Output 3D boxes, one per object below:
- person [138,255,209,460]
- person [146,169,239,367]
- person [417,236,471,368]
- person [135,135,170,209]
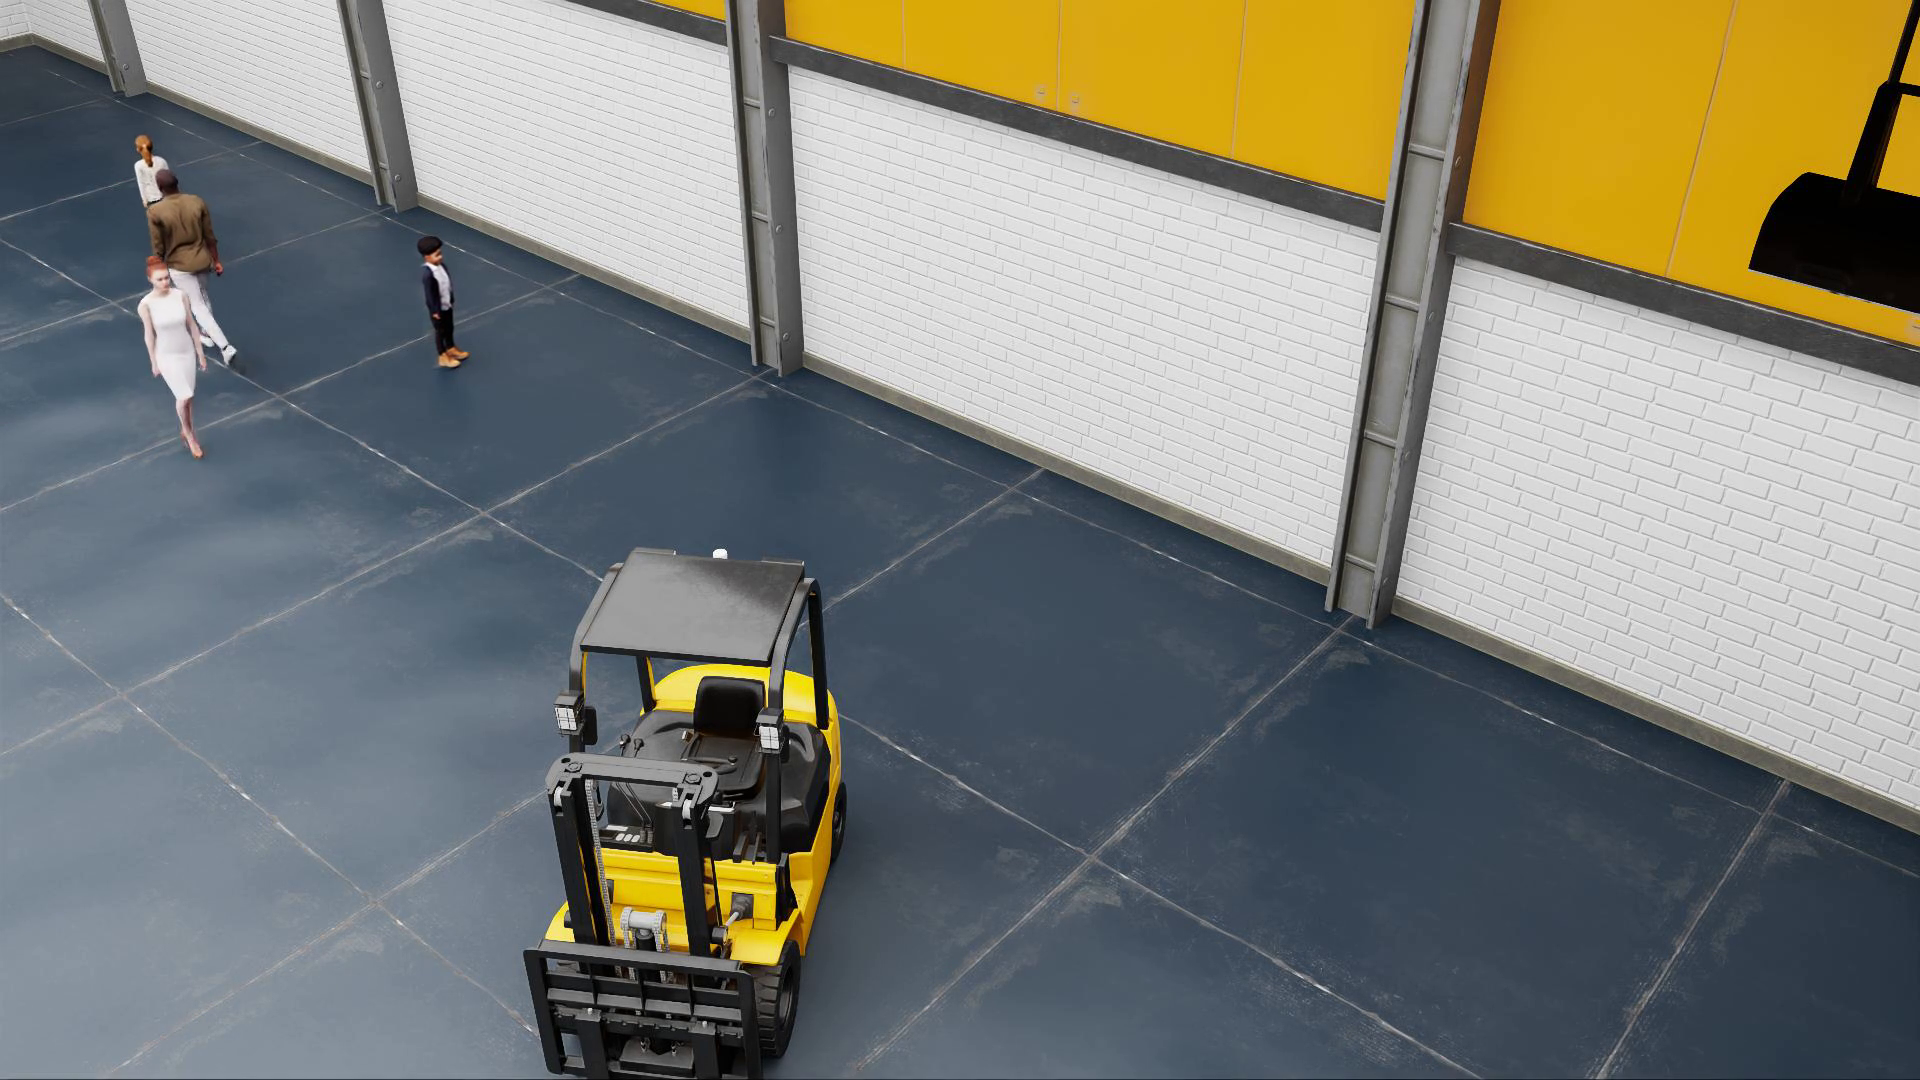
[{"bbox_3d":[-6.449,-1.515,13.619,0.623,1.779,0.572,25,41,32],"label":"person"},{"bbox_3d":[-6.897,-2.433,14.982,1.102,1.800,0.710,24,41,32],"label":"person"},{"bbox_3d":[-4.741,-2.179,15.120,0.595,1.224,0.570,10,35,15],"label":"person"},{"bbox_3d":[-8.160,-3.467,16.984,0.565,1.305,0.754,-23,40,-31],"label":"person"}]
